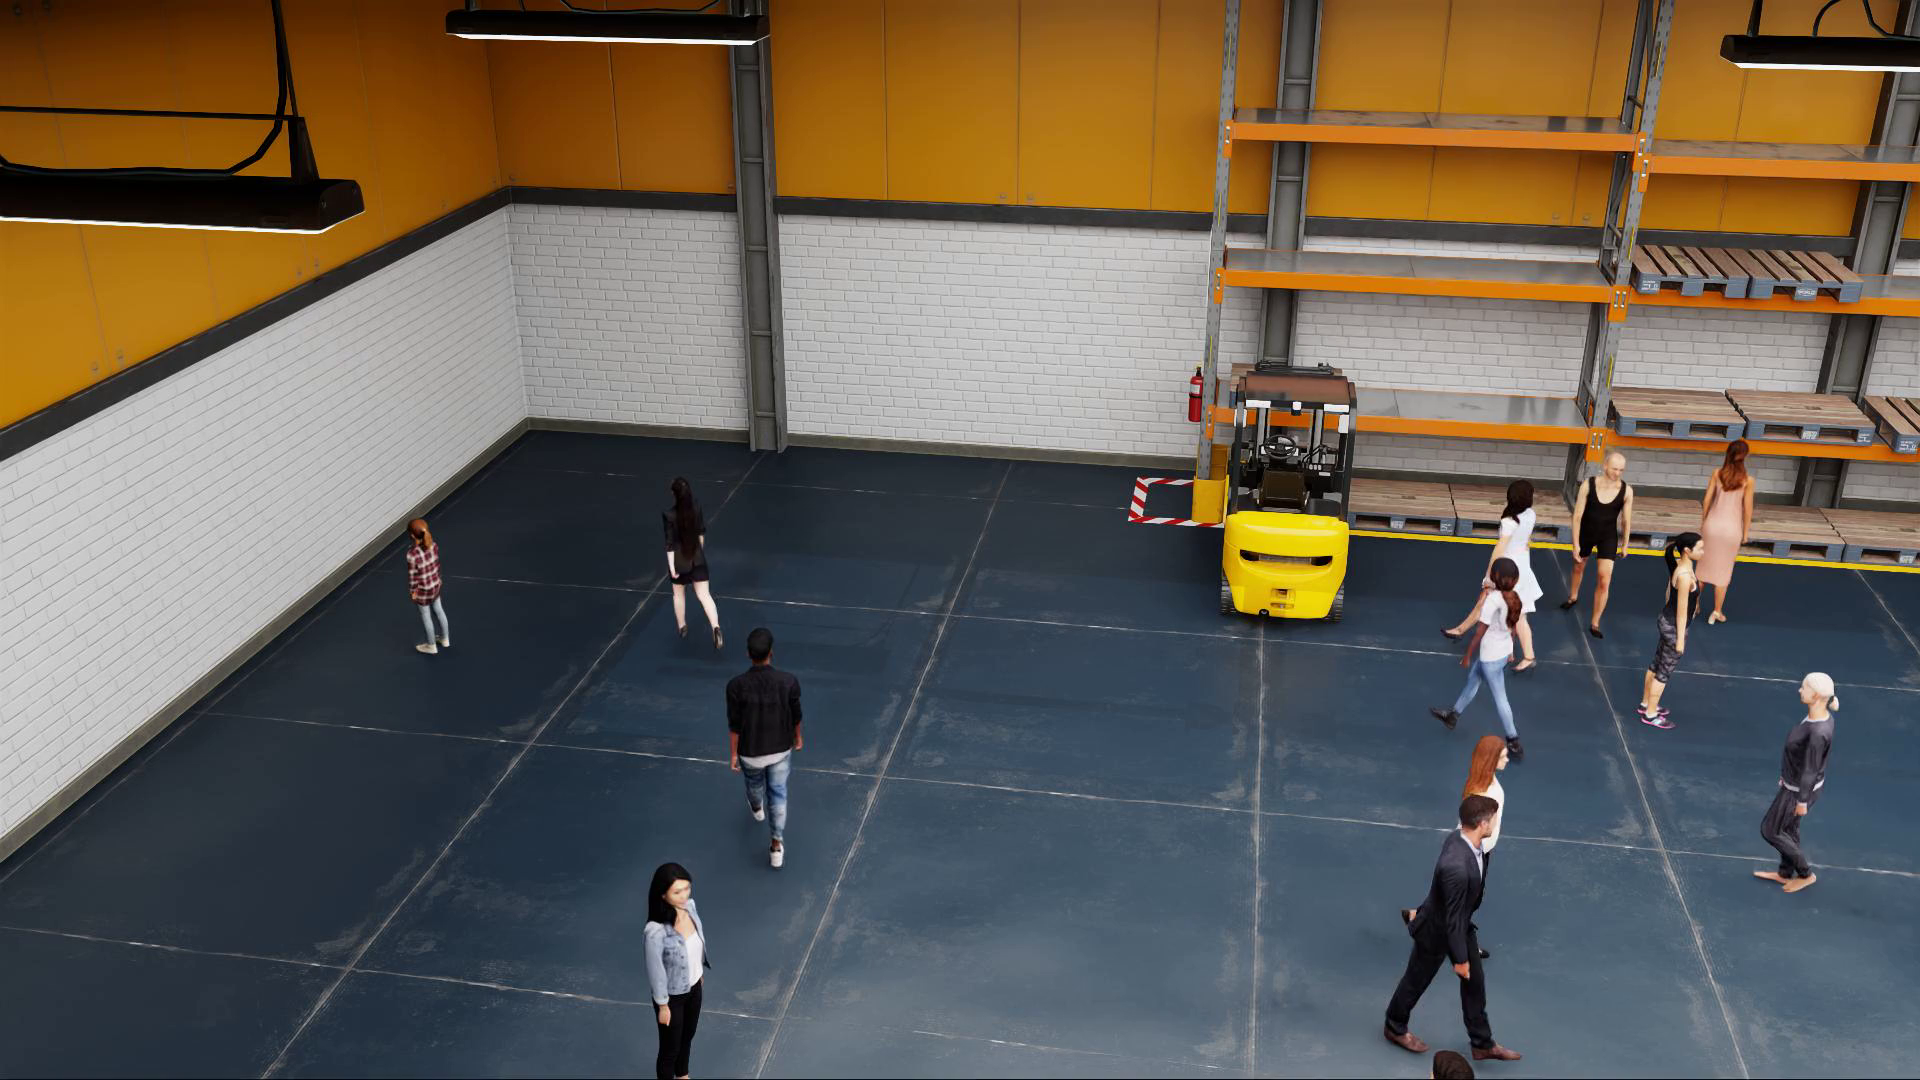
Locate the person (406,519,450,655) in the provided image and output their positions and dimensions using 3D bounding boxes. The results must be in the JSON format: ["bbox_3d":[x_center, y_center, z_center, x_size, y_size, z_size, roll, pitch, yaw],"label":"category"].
[{"bbox_3d":[-4.880,0.412,15.211,0.601,1.305,0.593,13,27,27],"label":"person"}]

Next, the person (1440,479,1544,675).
[{"bbox_3d":[4.962,0.384,14.720,1.267,1.750,1.091,20,31,38],"label":"person"}]

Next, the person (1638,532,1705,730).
[{"bbox_3d":[5.968,0.734,13.948,0.529,1.726,0.575,5,24,12],"label":"person"}]

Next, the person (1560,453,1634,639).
[{"bbox_3d":[5.960,-0.017,15.633,1.058,1.752,0.871,10,26,23],"label":"person"}]

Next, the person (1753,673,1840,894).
[{"bbox_3d":[5.997,1.733,11.680,0.764,1.712,0.728,13,27,28],"label":"person"}]

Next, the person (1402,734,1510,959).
[{"bbox_3d":[3.302,2.027,11.016,0.884,1.706,0.706,11,26,23],"label":"person"}]

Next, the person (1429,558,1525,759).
[{"bbox_3d":[4.386,0.983,13.441,1.189,1.676,1.001,21,31,39],"label":"person"}]

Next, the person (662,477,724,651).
[{"bbox_3d":[-2.420,0.244,15.136,1.011,1.672,1.053,-15,28,-30],"label":"person"}]

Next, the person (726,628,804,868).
[{"bbox_3d":[-1.404,1.538,12.053,1.160,1.772,1.018,-4,24,-9],"label":"person"}]

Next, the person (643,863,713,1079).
[{"bbox_3d":[-1.641,2.612,9.670,0.607,1.711,0.644,9,25,20],"label":"person"}]

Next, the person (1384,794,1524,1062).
[{"bbox_3d":[2.860,2.363,10.103,1.152,1.821,0.885,13,27,28],"label":"person"}]

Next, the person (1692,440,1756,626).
[{"bbox_3d":[7.183,-0.082,15.683,0.629,1.832,0.727,22,32,40],"label":"person"}]
